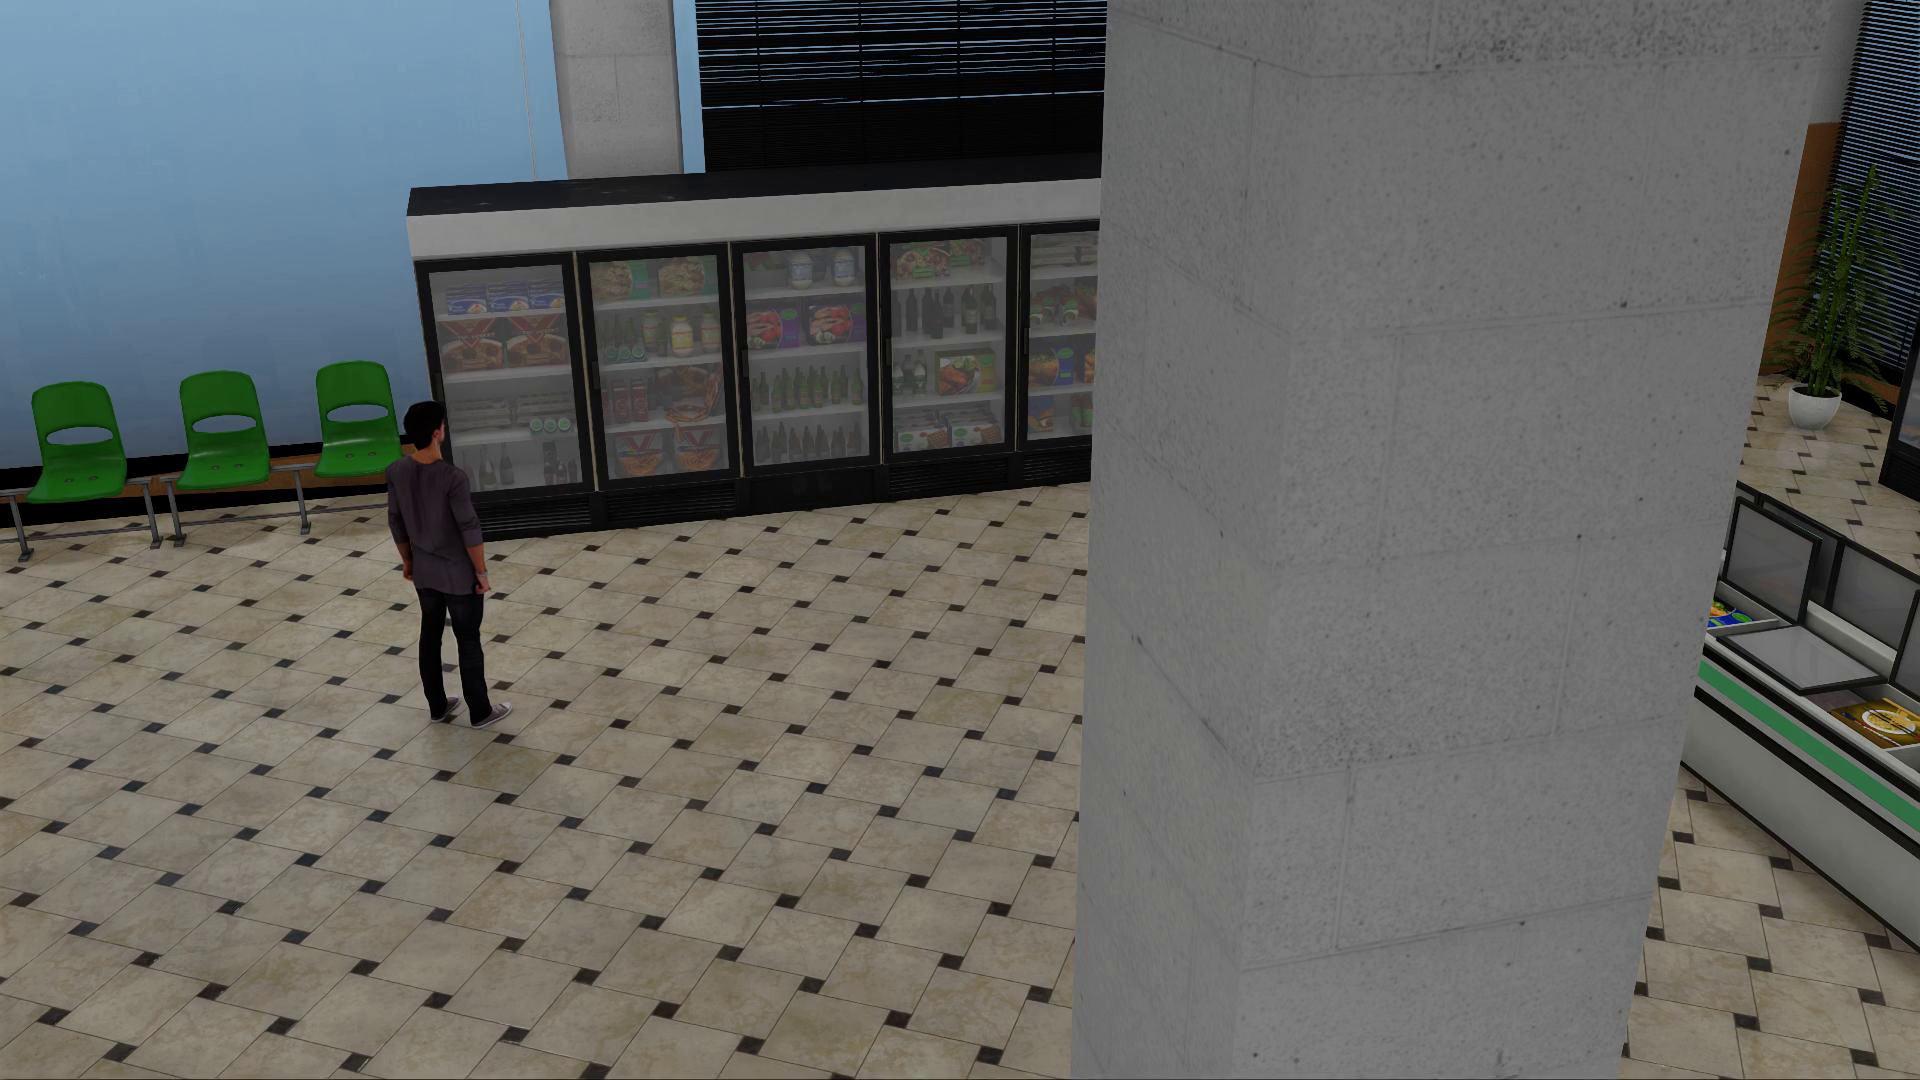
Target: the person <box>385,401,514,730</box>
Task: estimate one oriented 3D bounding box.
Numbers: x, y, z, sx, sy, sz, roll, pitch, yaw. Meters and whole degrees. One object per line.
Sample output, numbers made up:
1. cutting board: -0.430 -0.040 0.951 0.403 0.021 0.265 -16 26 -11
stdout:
1. person: -2.788 0.142 8.968 0.751 1.852 0.751 8 25 18
